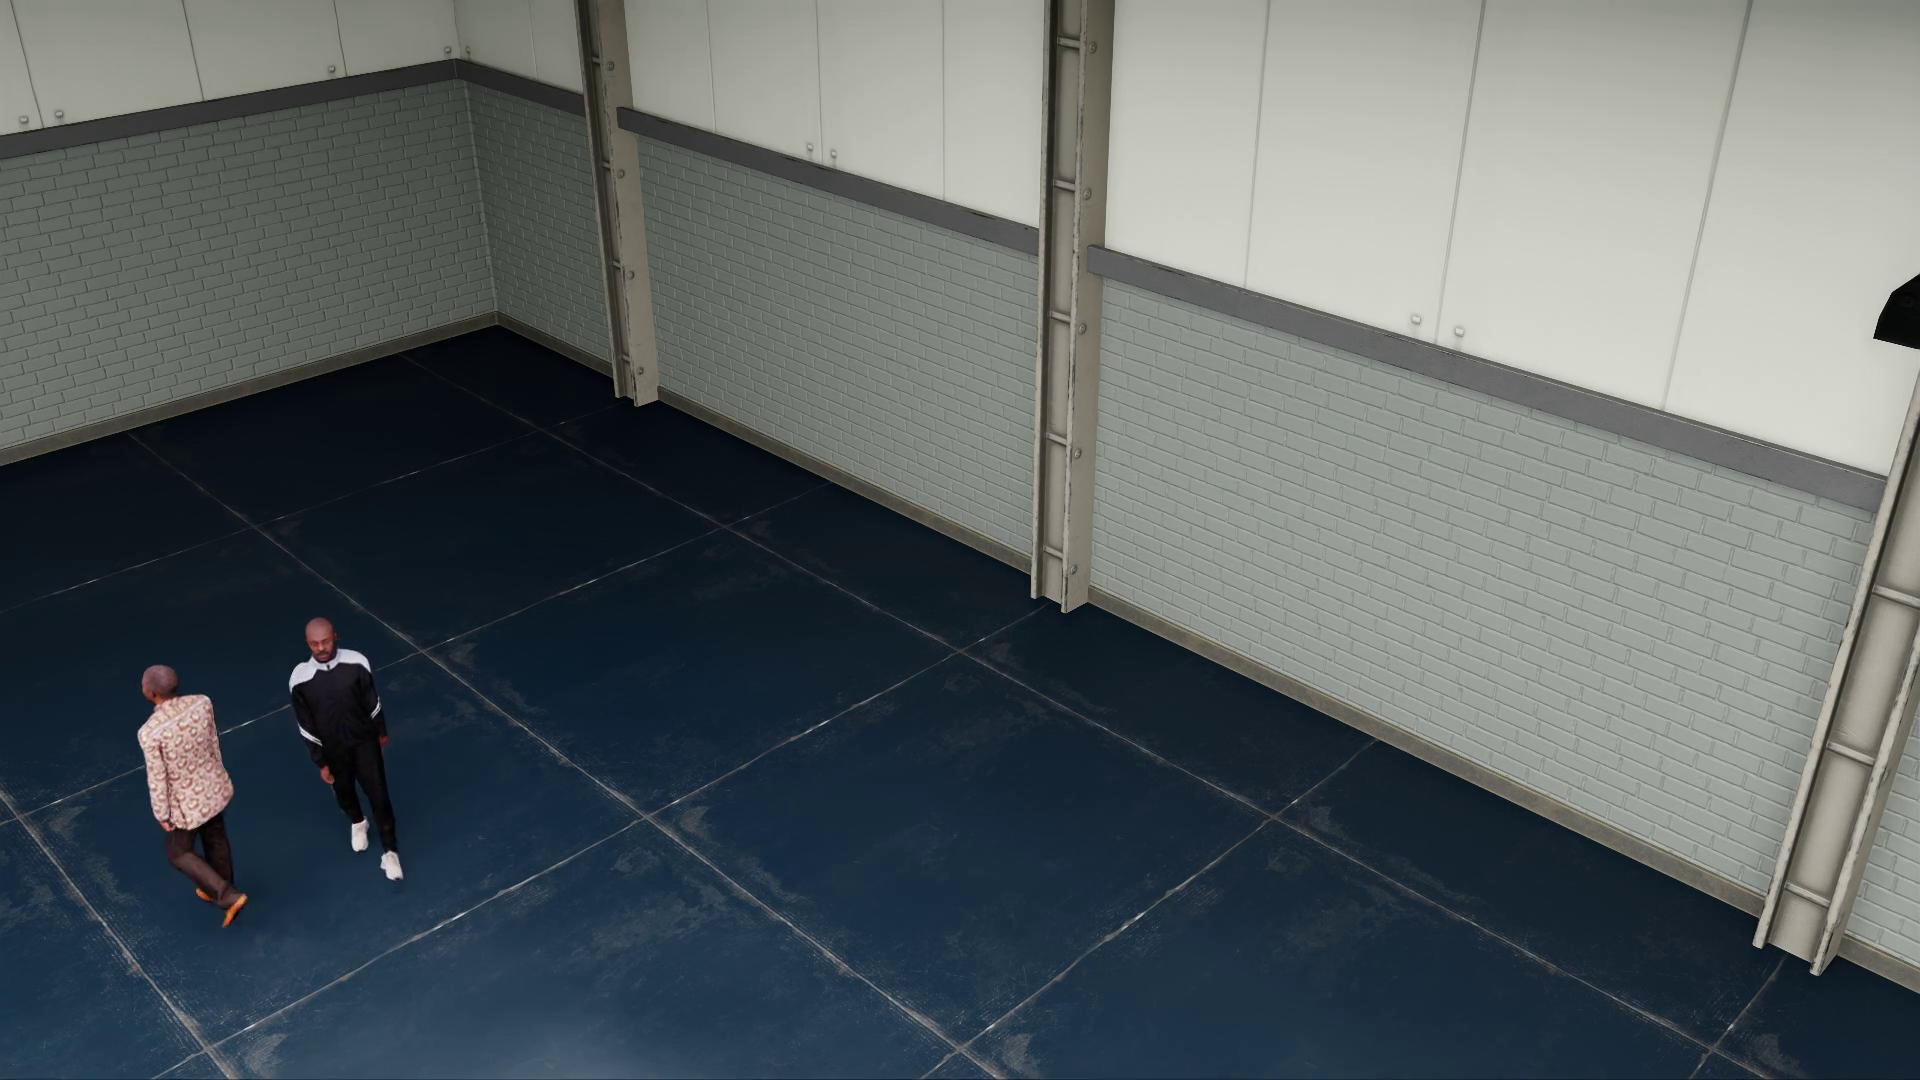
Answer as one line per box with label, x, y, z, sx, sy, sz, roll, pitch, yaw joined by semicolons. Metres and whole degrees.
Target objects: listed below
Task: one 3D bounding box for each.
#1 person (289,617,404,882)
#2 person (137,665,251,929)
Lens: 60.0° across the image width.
person;-3.918;1.217;10.552;0.924;1.802;1.181;-13;31;-23
person;-4.525;1.550;9.941;0.978;1.789;0.858;13;31;22
